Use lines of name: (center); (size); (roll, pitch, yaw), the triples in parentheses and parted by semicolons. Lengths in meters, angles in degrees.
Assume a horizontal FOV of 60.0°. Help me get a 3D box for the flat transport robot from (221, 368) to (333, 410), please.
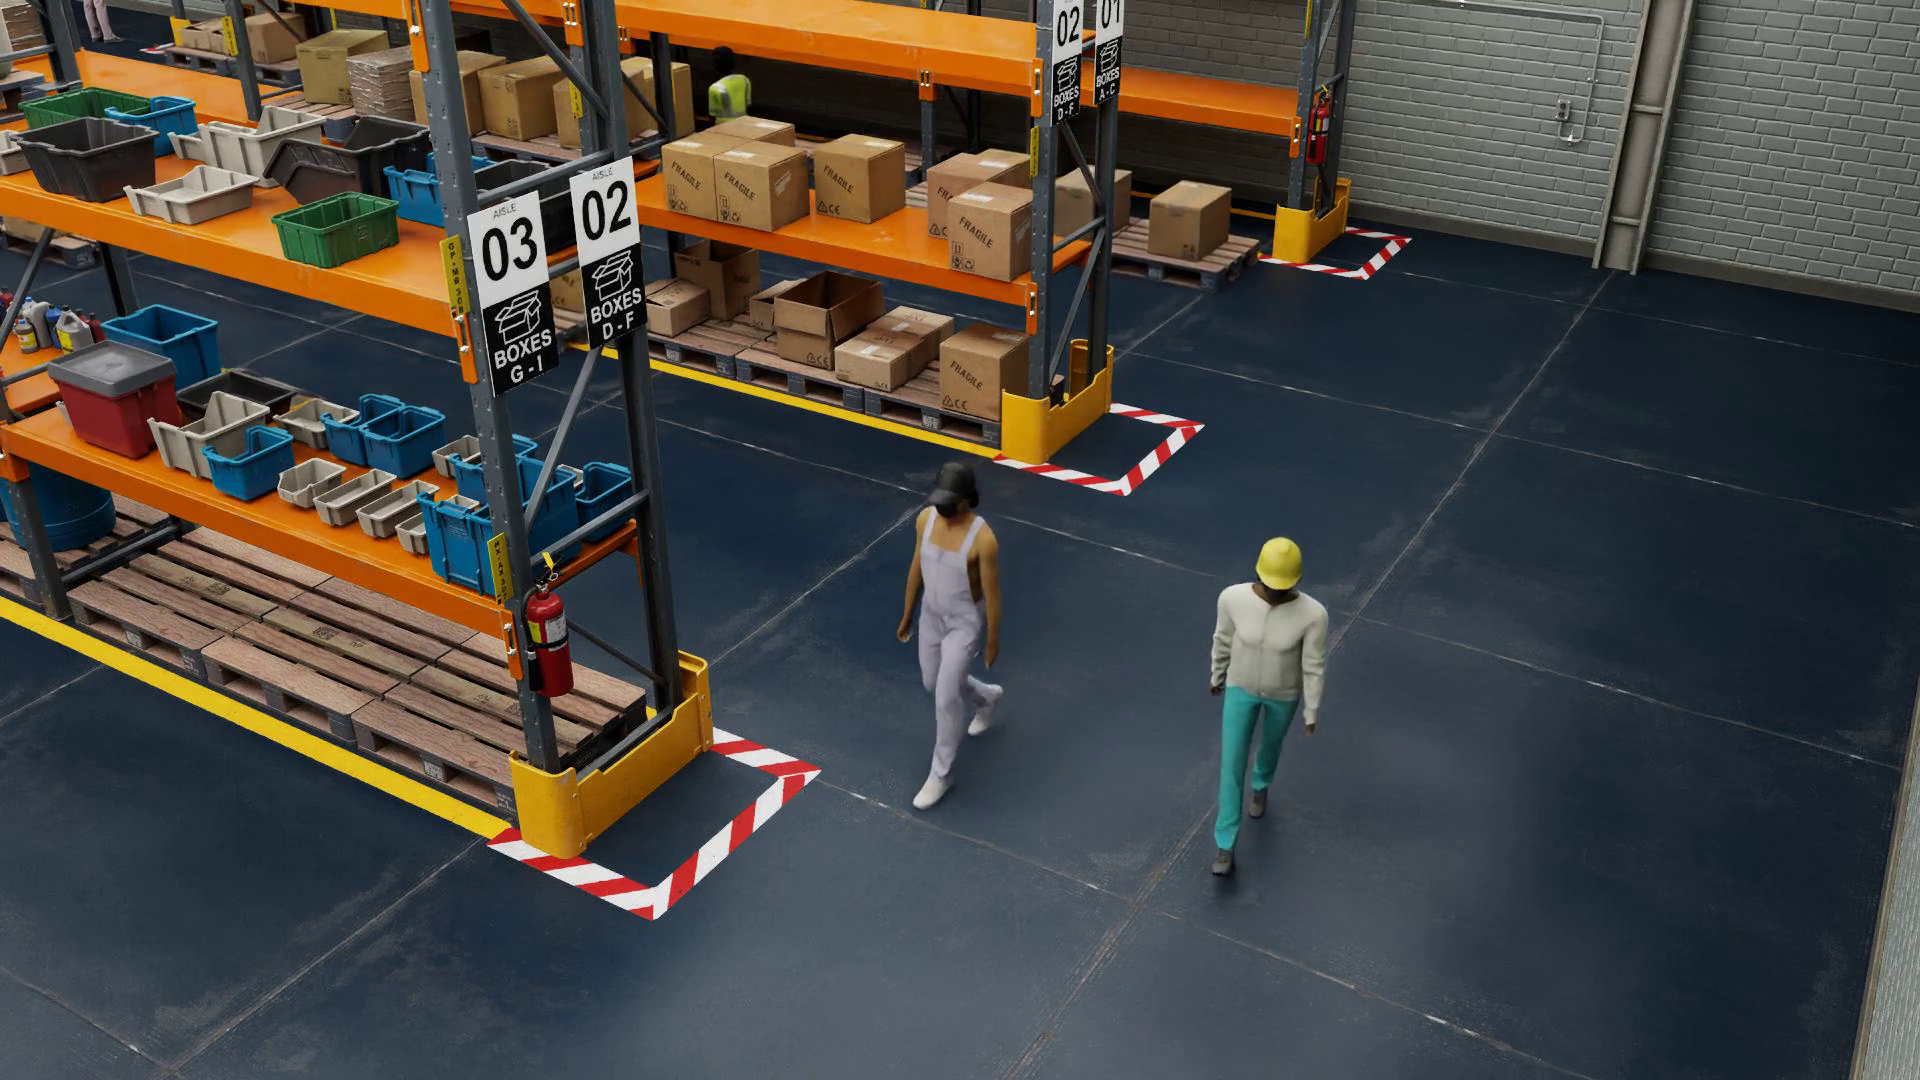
flat transport robot: (-5.346, -0.981, 12.393); (1.431, 0.231, 0.659); (18, 34, 29)

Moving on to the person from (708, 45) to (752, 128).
person: (-2.281, -4.000, 16.346); (0.413, 1.682, 0.553); (18, 34, 29)

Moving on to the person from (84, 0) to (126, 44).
person: (-12.084, -7.832, 23.066); (0.565, 1.846, 0.390); (15, 32, 25)

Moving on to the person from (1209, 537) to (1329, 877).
person: (1.422, 0.748, 7.796); (0.536, 1.709, 0.940); (7, 30, 13)

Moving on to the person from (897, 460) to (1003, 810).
person: (-0.019, 0.394, 8.318); (0.521, 1.834, 0.783); (23, 37, 35)
